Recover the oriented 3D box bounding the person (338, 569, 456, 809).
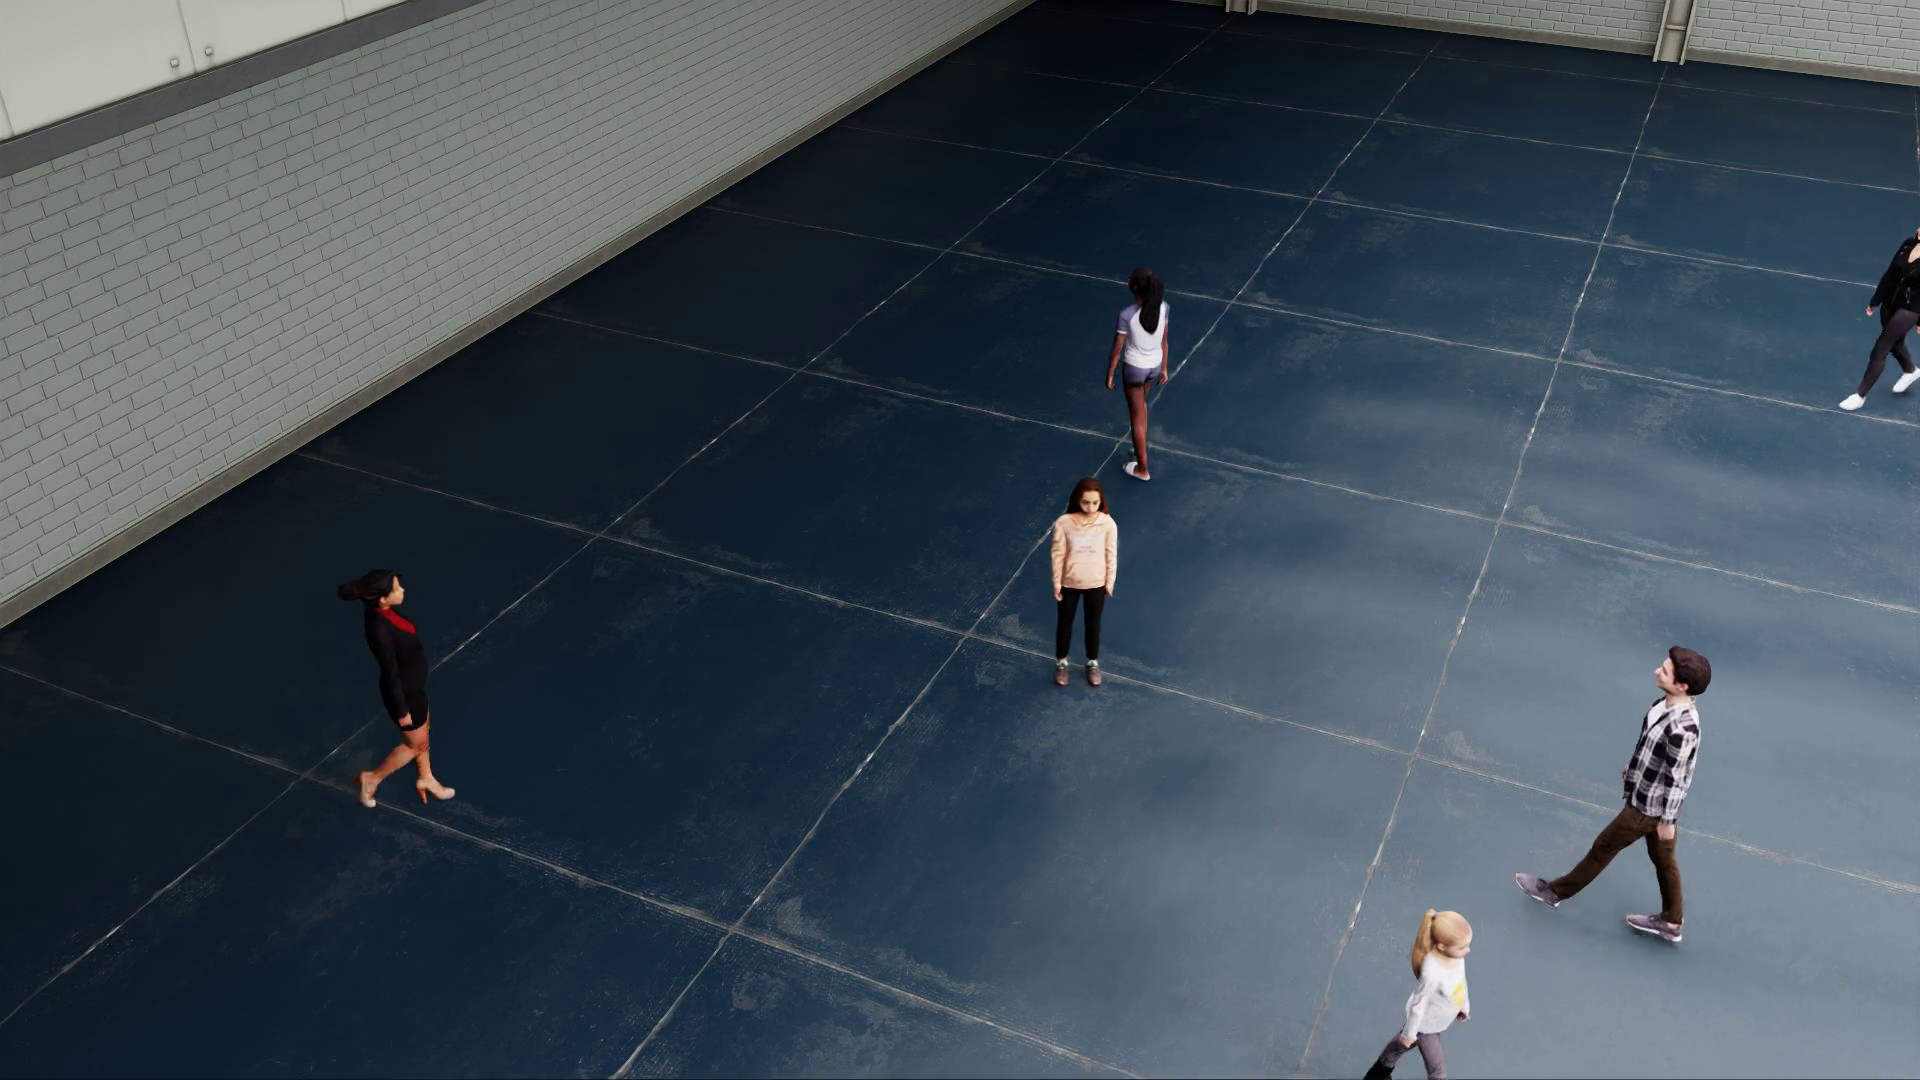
[{"bbox_3d":[-3.190,0.896,9.274,0.885,1.623,0.813,-9,33,-14],"label":"person"}]

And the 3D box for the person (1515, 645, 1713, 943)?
[{"bbox_3d":[3.617,1.338,8.444,1.088,1.760,0.645,13,34,19],"label":"person"}]

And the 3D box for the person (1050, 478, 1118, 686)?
[{"bbox_3d":[0.765,0.255,10.422,0.573,1.482,0.697,1,32,1],"label":"person"}]

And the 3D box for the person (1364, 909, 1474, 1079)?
[{"bbox_3d":[2.085,2.160,7.622,0.906,1.248,0.612,21,38,30],"label":"person"}]

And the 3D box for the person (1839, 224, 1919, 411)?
[{"bbox_3d":[7.778,-1.874,13.641,1.173,1.649,1.105,-10,34,-16],"label":"person"}]

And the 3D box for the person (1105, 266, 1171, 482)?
[{"bbox_3d":[1.414,-1.222,12.555,0.771,1.705,0.817,-18,36,-26],"label":"person"}]
